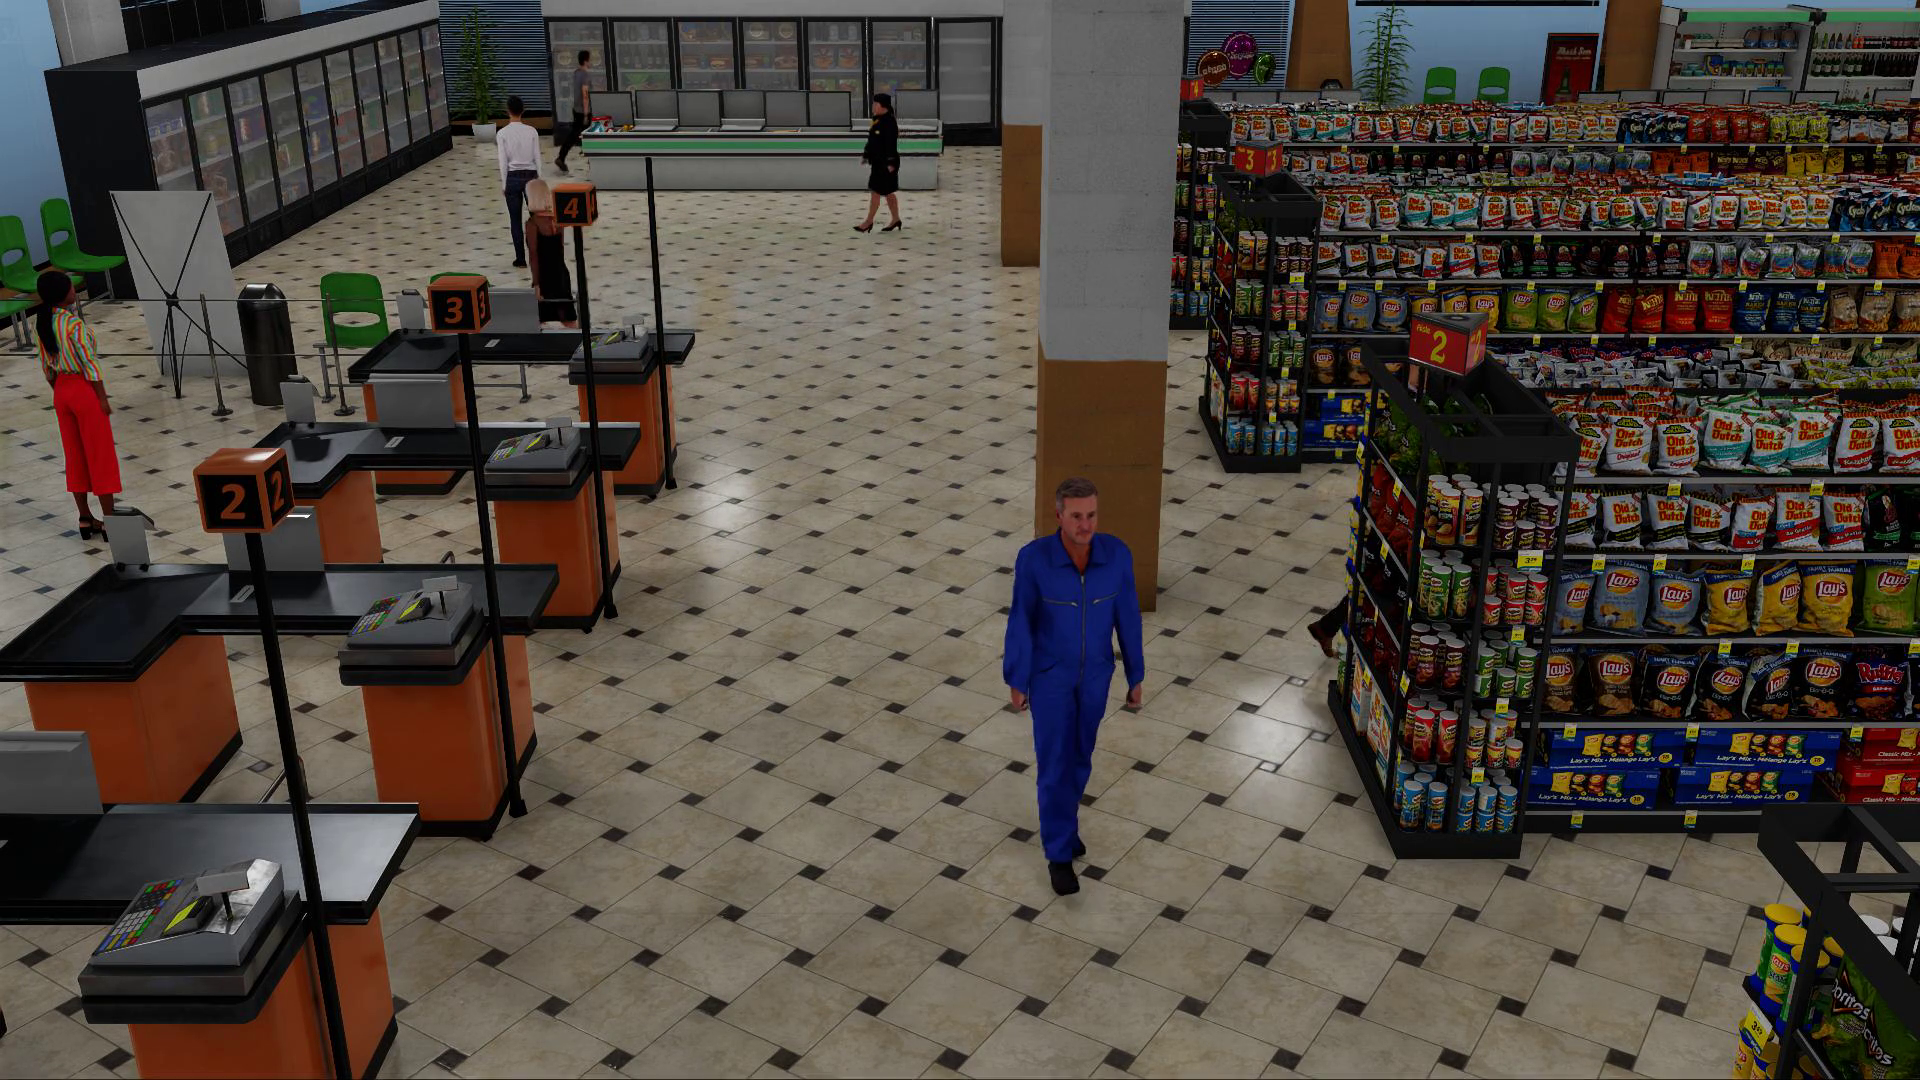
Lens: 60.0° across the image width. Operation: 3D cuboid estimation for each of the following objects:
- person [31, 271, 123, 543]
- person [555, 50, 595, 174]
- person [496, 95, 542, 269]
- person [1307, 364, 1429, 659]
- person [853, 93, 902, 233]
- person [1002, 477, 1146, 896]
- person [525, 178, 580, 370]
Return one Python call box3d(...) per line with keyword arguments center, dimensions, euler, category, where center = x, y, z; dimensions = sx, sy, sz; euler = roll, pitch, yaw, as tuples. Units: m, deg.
box3d(center=(-5.704, -0.863, 10.782), dimensions=(0.566, 1.793, 0.712), euler=(7, 23, 16), category="person")
box3d(center=(-5.538, -6.192, 24.127), dimensions=(1.257, 1.731, 1.095), euler=(-16, 27, -35), category="person")
box3d(center=(-4.836, -3.956, 18.375), dimensions=(0.659, 1.872, 0.767), euler=(-10, 24, -23), category="person")
box3d(center=(2.320, -0.154, 9.055), dimensions=(1.238, 1.766, 0.893), euler=(-6, 23, -14), category="person")
box3d(center=(-0.854, -4.546, 20.135), dimensions=(0.978, 1.654, 0.850), euler=(-7, 23, -16), category="person")
box3d(center=(0.448, 0.553, 7.233), dimensions=(0.918, 1.812, 0.968), euler=(-7, 23, -18), category="person")
box3d(center=(-3.423, -2.164, 14.158), dimensions=(1.164, 1.691, 1.006), euler=(14, 26, 31), category="person")
